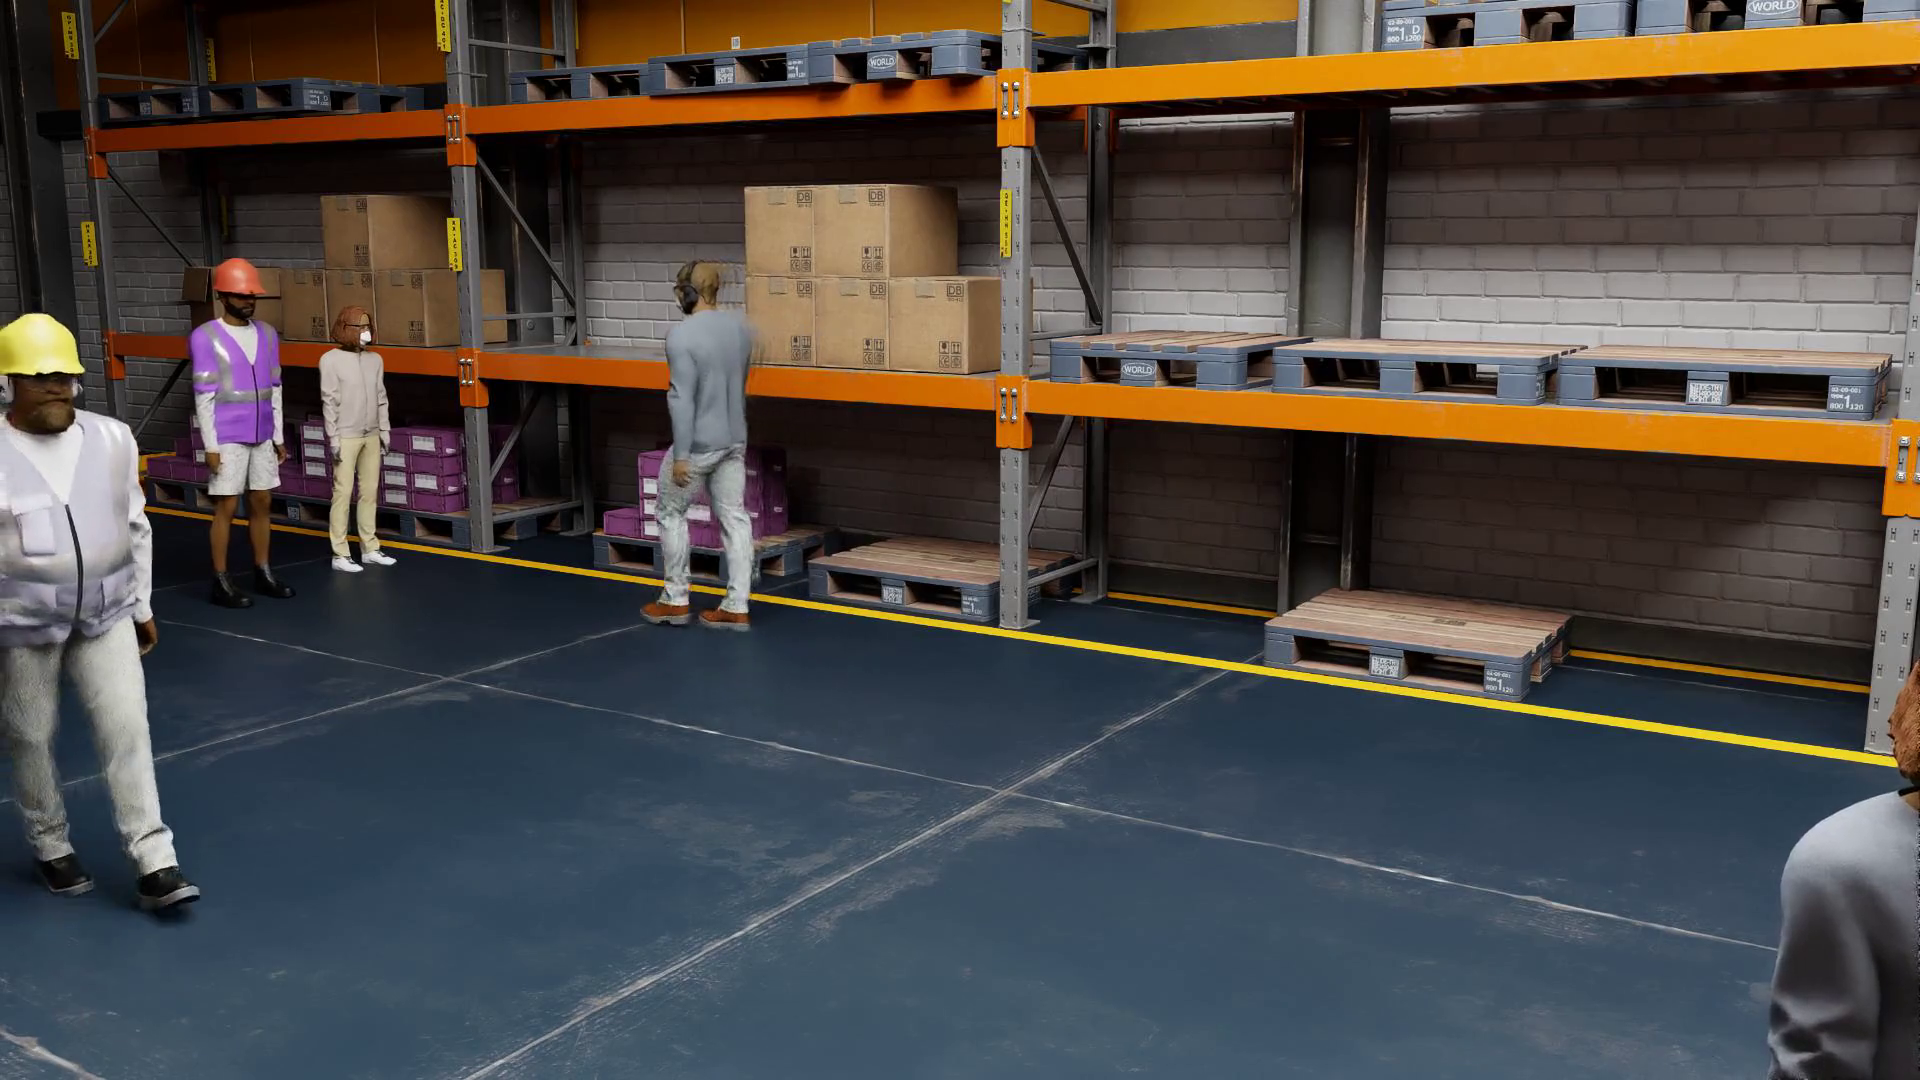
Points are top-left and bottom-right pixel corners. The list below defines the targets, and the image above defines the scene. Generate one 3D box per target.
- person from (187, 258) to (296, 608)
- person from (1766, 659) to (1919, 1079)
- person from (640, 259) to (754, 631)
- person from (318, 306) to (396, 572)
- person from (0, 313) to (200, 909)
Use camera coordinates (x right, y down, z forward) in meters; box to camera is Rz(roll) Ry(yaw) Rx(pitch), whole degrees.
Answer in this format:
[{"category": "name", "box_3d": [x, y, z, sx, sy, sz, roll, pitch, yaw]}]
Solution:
[{"category": "person", "box_3d": [-3.950, -0.584, 9.199, 0.415, 1.925, 0.546, 6, 12, 30]}, {"category": "person", "box_3d": [1.202, 0.852, 2.033, 0.501, 1.633, 0.285, -2, 10, -10]}, {"category": "person", "box_3d": [-1.396, -0.487, 8.664, 0.758, 1.914, 0.662, 6, 12, 31]}, {"category": "person", "box_3d": [-3.707, -0.622, 10.236, 0.272, 1.629, 0.500, 5, 11, 26]}, {"category": "person", "box_3d": [-2.628, 0.245, 4.921, 0.849, 1.799, 0.624, 10, 14, 43]}]
